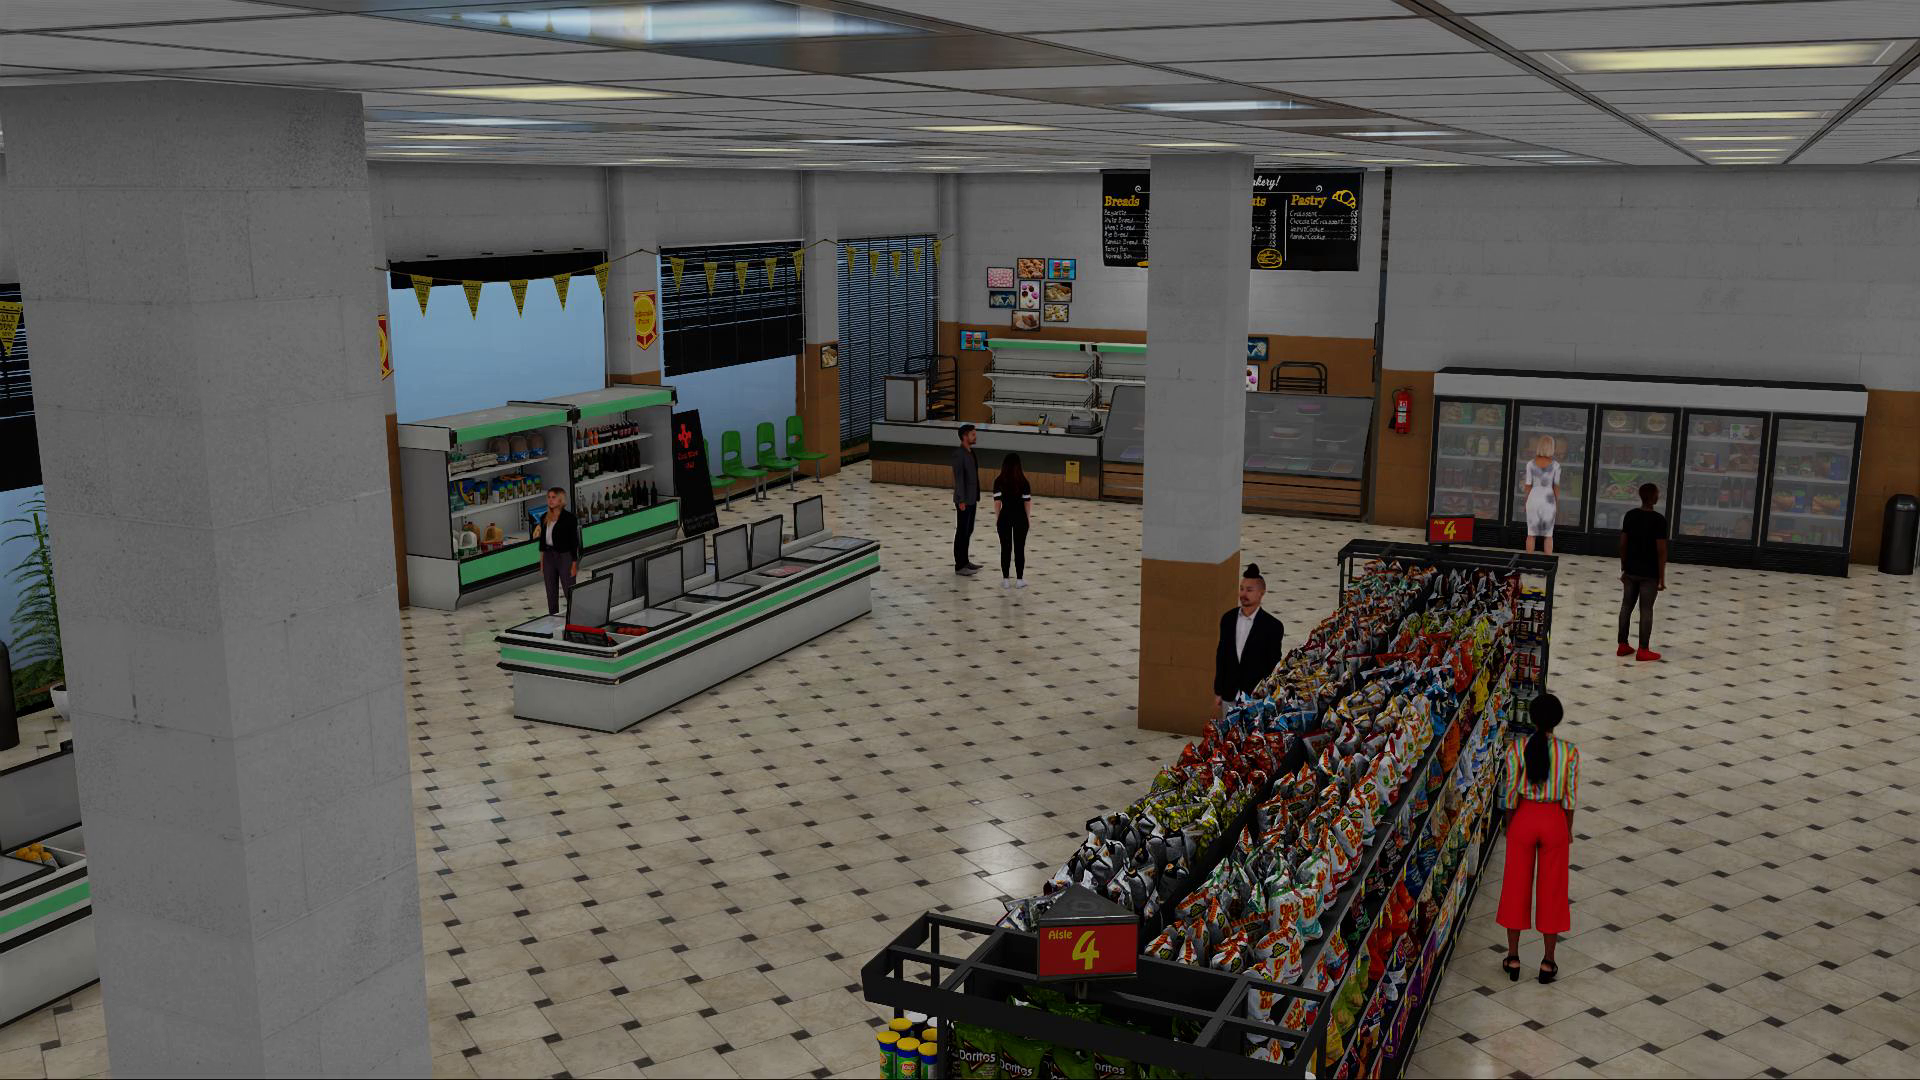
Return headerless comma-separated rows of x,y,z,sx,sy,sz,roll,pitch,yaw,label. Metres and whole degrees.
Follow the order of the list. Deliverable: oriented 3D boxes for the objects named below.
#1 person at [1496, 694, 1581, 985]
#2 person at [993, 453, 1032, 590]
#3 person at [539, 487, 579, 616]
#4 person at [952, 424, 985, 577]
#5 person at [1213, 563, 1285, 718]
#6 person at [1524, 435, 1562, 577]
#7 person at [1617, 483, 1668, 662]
3.459,1.777,9.955,0.620,1.793,0.568,4,12,16,person
0.628,-0.237,19.890,0.679,1.639,0.684,1,12,6,person
-4.190,0.266,17.426,0.624,1.671,0.560,4,12,17,person
0.076,-0.516,20.650,0.789,1.873,0.591,3,12,14,person
2.191,1.134,12.632,0.764,1.949,0.697,10,15,39,person
7.184,-0.429,20.536,0.559,1.750,0.505,6,13,26,person
6.919,0.312,16.884,0.716,1.805,0.715,-8,14,-33,person
